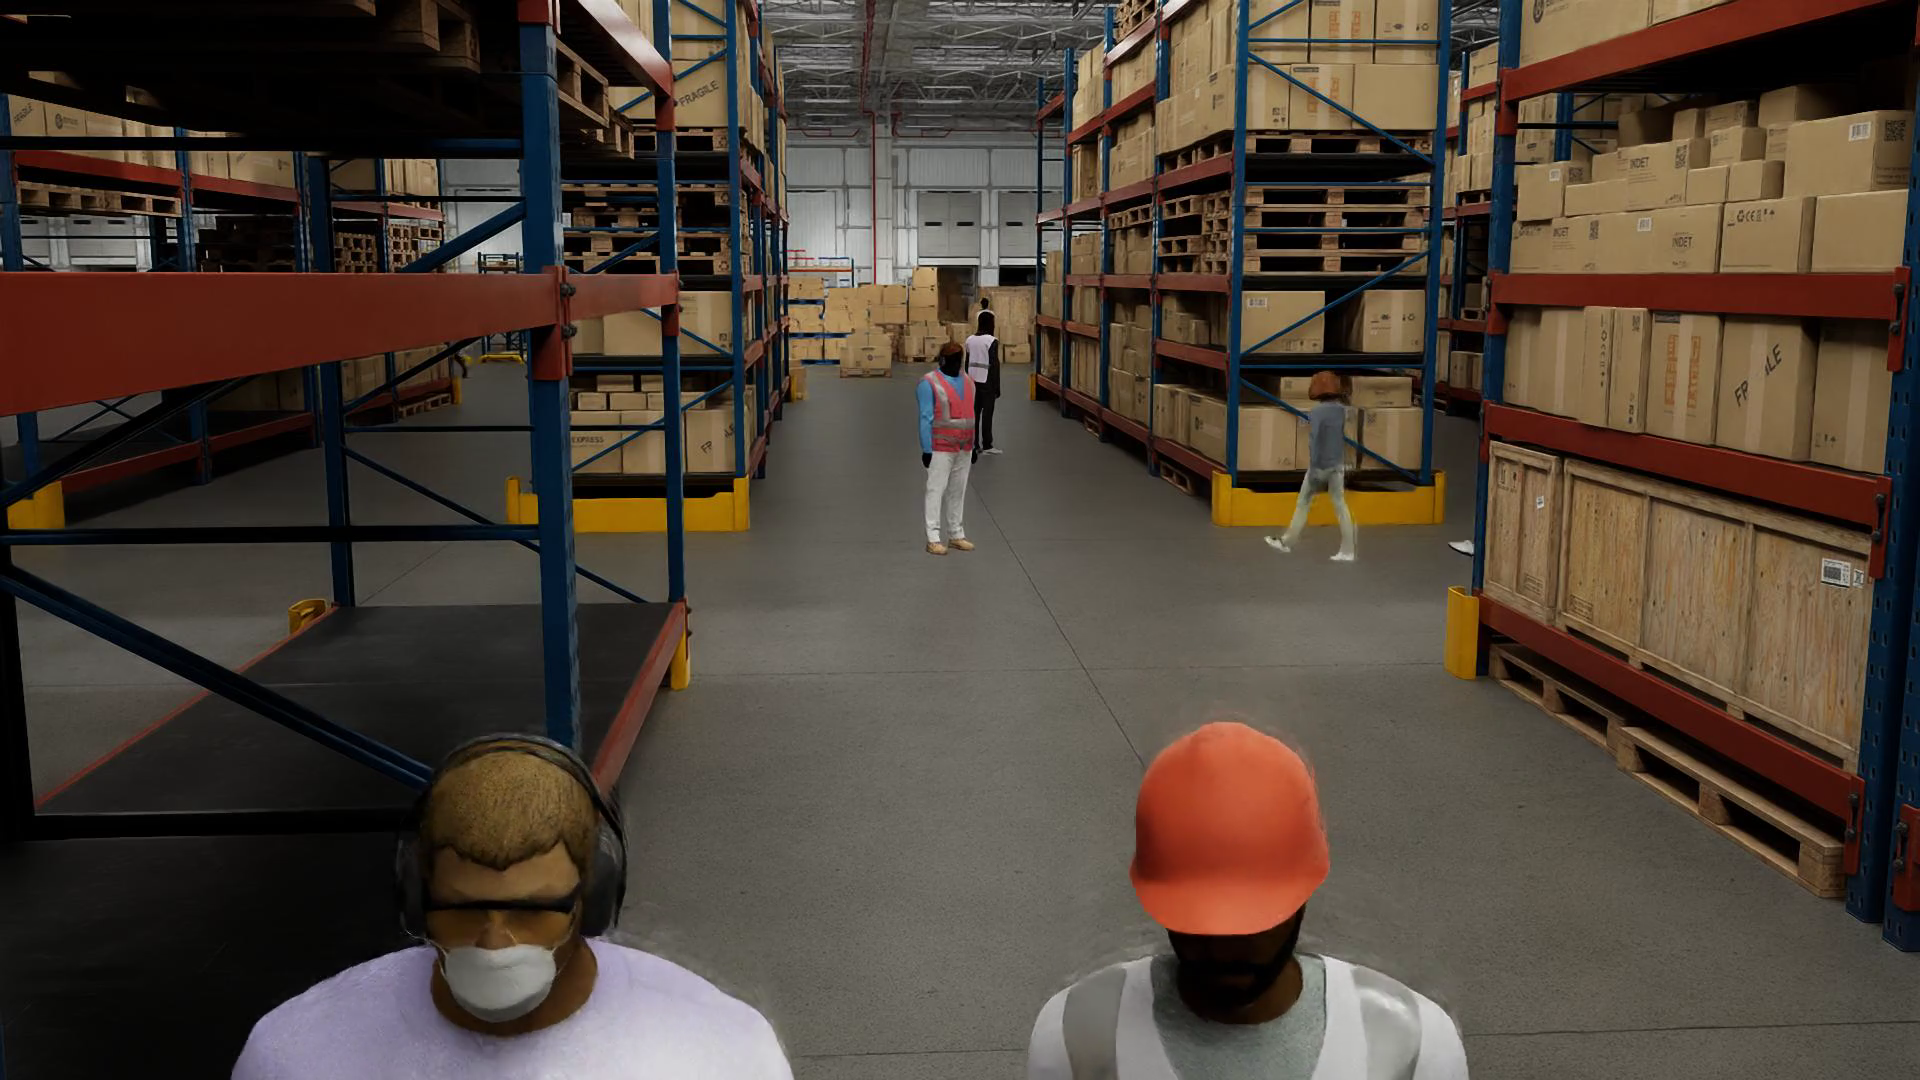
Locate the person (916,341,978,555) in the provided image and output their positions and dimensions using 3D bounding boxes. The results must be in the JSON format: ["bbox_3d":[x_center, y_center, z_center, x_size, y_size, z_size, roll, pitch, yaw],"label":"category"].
[{"bbox_3d":[-0.082,-0.797,14.393,0.634,1.839,0.429,-8,12,-42],"label":"person"}]

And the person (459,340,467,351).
[{"bbox_3d":[-15.786,-6.932,52.658,0.603,1.909,0.468,0,9,1],"label":"person"}]

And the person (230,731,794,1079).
[{"bbox_3d":[-0.495,1.145,1.933,0.644,1.925,0.467,-1,9,-5],"label":"person"}]

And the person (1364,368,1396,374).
[{"bbox_3d":[7.088,-2.849,28.041,0.512,1.594,0.864,-2,9,-10],"label":"person"}]

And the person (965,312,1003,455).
[{"bbox_3d":[0.303,-2.100,22.338,0.370,1.913,0.597,-8,12,-42],"label":"person"}]

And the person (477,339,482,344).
[{"bbox_3d":[-17.099,-7.784,58.447,1.003,1.778,0.634,6,11,33],"label":"person"}]

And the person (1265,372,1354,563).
[{"bbox_3d":[3.008,-0.617,14.039,0.521,1.592,0.838,-8,12,-40],"label":"person"}]

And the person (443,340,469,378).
[{"bbox_3d":[-11.623,-4.606,37.983,0.612,1.942,0.772,5,10,28],"label":"person"}]

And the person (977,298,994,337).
[{"bbox_3d":[0.595,-4.862,39.840,0.514,1.866,0.332,-6,11,-34],"label":"person"}]

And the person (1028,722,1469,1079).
[{"bbox_3d":[0.363,1.125,2.190,0.550,1.898,0.947,0,9,3],"label":"person"}]

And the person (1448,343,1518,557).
[{"bbox_3d":[4.594,-0.768,14.133,0.946,1.862,0.670,0,9,1],"label":"person"}]
